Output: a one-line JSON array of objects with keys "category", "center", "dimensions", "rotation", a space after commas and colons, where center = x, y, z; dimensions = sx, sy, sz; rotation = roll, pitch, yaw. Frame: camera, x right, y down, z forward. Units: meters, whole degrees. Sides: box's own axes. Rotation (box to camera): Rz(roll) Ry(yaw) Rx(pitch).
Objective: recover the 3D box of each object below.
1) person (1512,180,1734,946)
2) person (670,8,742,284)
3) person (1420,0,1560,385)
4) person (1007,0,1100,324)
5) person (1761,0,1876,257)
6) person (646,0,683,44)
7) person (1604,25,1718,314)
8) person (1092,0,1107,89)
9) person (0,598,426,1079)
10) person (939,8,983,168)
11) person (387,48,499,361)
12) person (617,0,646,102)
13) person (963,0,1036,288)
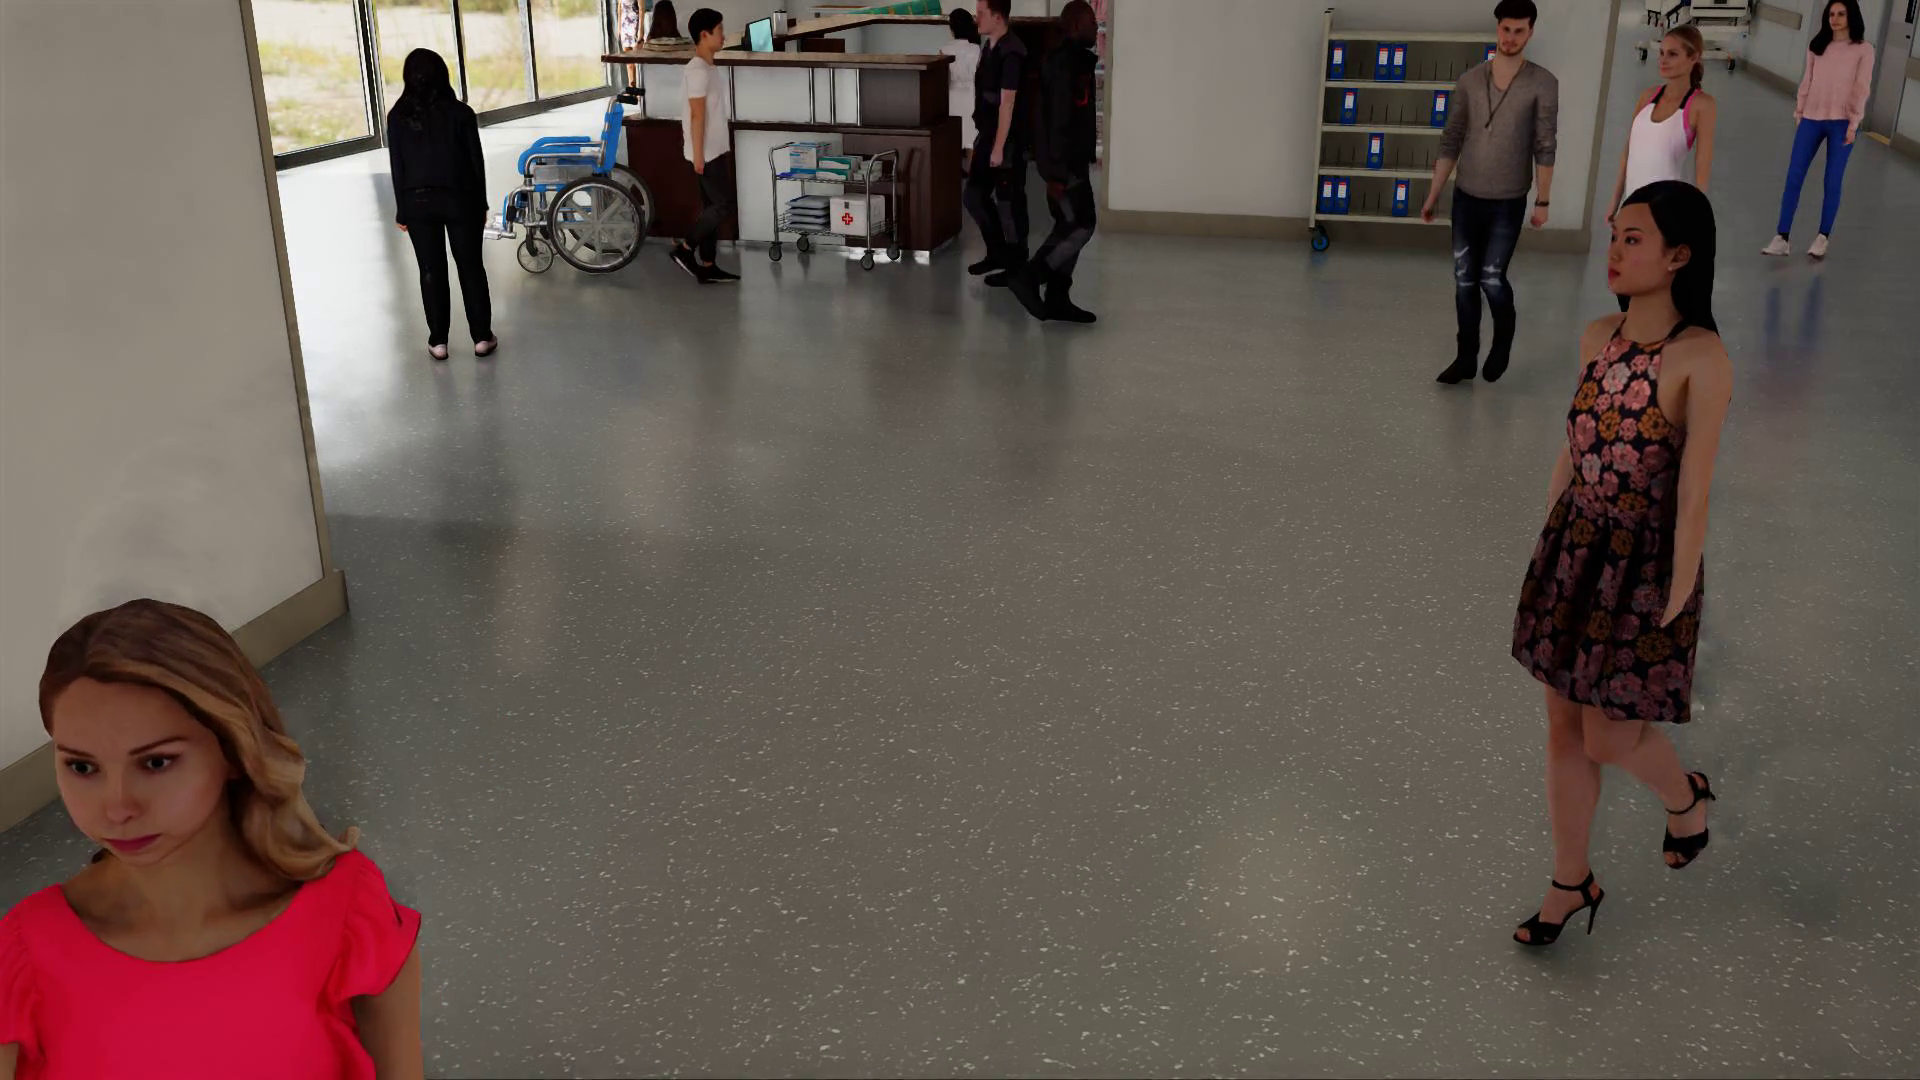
[{"category": "person", "center": [1.511, 0.110, 3.653], "dimensions": [0.959, 1.762, 0.875], "rotation": [-8, 22, -20]}, {"category": "person", "center": [-1.680, -2.471, 10.538], "dimensions": [0.756, 1.712, 0.727], "rotation": [0, 21, 0]}, {"category": "person", "center": [2.681, -1.703, 8.265], "dimensions": [0.804, 1.885, 0.908], "rotation": [18, 27, 40]}, {"category": "person", "center": [0.508, -2.158, 9.572], "dimensions": [0.741, 1.810, 0.705], "rotation": [7, 22, 17]}, {"category": "person", "center": [5.970, -2.799, 11.364], "dimensions": [0.978, 1.740, 0.971], "rotation": [-19, 28, -41]}, {"category": "person", "center": [-2.572, -3.958, 14.677], "dimensions": [0.442, 1.561, 0.624], "rotation": [6, 22, 17]}, {"category": "person", "center": [3.427, -1.559, 8.067], "dimensions": [1.148, 1.756, 1.015], "rotation": [-8, 22, -21]}, {"category": "person", "center": [2.016, -7.013, 22.403], "dimensions": [0.444, 1.801, 0.674], "rotation": [5, 21, 13]}, {"category": "person", "center": [-0.755, 0.830, 1.835], "dimensions": [1.011, 1.702, 0.949], "rotation": [-6, 21, -14]}, {"category": "person", "center": [0.004, -3.487, 13.440], "dimensions": [0.639, 1.556, 0.704], "rotation": [-11, 23, -26]}, {"category": "person", "center": [-2.750, -1.775, 8.835], "dimensions": [0.724, 1.616, 0.817], "rotation": [-5, 21, -13]}, {"category": "person", "center": [-4.140, -6.460, 21.039], "dimensions": [0.596, 1.733, 0.724], "rotation": [16, 26, 36]}, {"category": "person", "center": [0.355, -2.501, 10.454], "dimensions": [0.846, 1.827, 0.844], "rotation": [-3, 21, -8]}]
